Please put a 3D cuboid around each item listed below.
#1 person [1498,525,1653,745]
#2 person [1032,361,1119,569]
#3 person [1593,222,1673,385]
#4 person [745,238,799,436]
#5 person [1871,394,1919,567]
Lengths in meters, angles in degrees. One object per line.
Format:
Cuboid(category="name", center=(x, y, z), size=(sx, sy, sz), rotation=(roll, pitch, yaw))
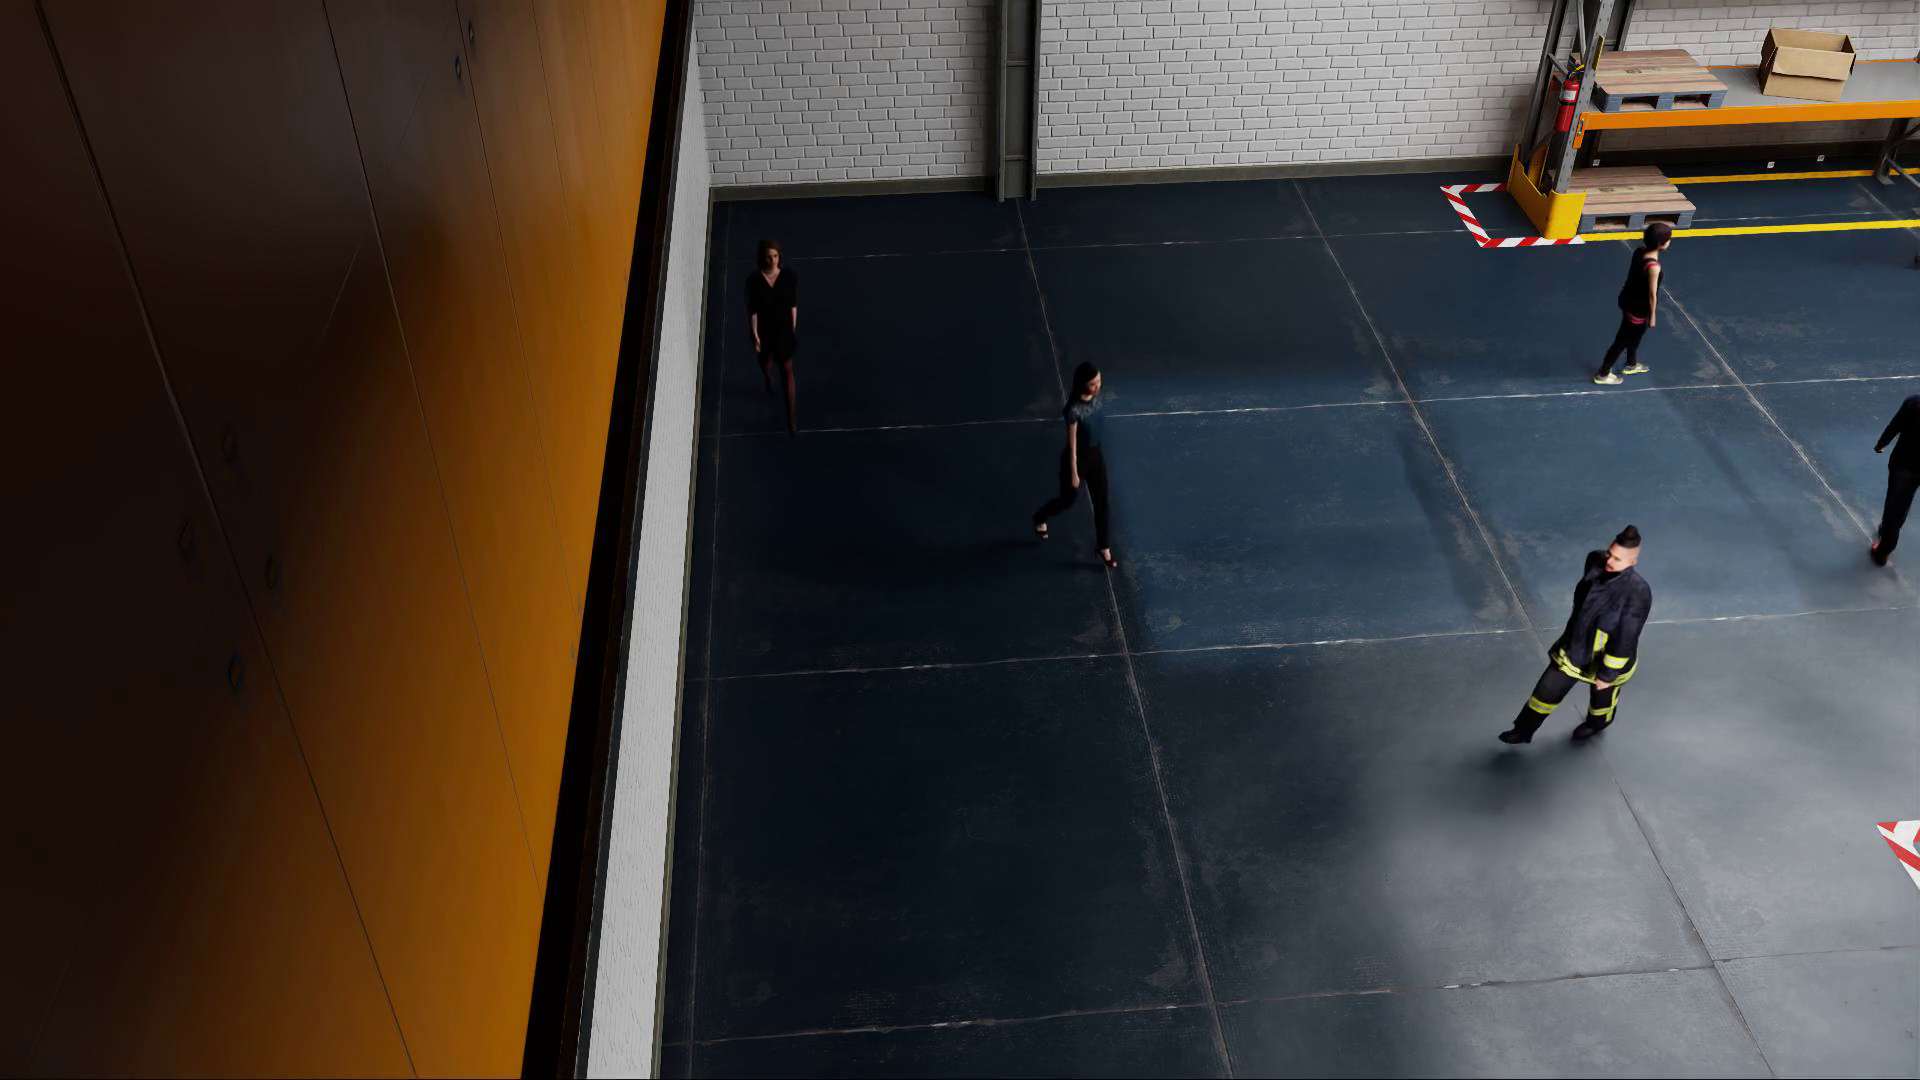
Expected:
Cuboid(category="person", center=(4.185, 0.620, 10.732), size=(1.231, 1.830, 1.039), rotation=(-18, 42, -21))
Cuboid(category="person", center=(0.826, -0.580, 12.338), size=(1.054, 1.700, 0.985), rotation=(27, 46, 30))
Cuboid(category="person", center=(5.723, -2.016, 14.268), size=(0.766, 1.534, 0.588), rotation=(0, 39, 0))
Cuboid(category="person", center=(-1.589, -1.775, 13.869), size=(1.051, 1.656, 0.749), rotation=(-9, 39, -11))
Cuboid(category="person", center=(7.052, -0.523, 12.258), size=(0.783, 1.710, 0.821), rotation=(8, 39, 10))
